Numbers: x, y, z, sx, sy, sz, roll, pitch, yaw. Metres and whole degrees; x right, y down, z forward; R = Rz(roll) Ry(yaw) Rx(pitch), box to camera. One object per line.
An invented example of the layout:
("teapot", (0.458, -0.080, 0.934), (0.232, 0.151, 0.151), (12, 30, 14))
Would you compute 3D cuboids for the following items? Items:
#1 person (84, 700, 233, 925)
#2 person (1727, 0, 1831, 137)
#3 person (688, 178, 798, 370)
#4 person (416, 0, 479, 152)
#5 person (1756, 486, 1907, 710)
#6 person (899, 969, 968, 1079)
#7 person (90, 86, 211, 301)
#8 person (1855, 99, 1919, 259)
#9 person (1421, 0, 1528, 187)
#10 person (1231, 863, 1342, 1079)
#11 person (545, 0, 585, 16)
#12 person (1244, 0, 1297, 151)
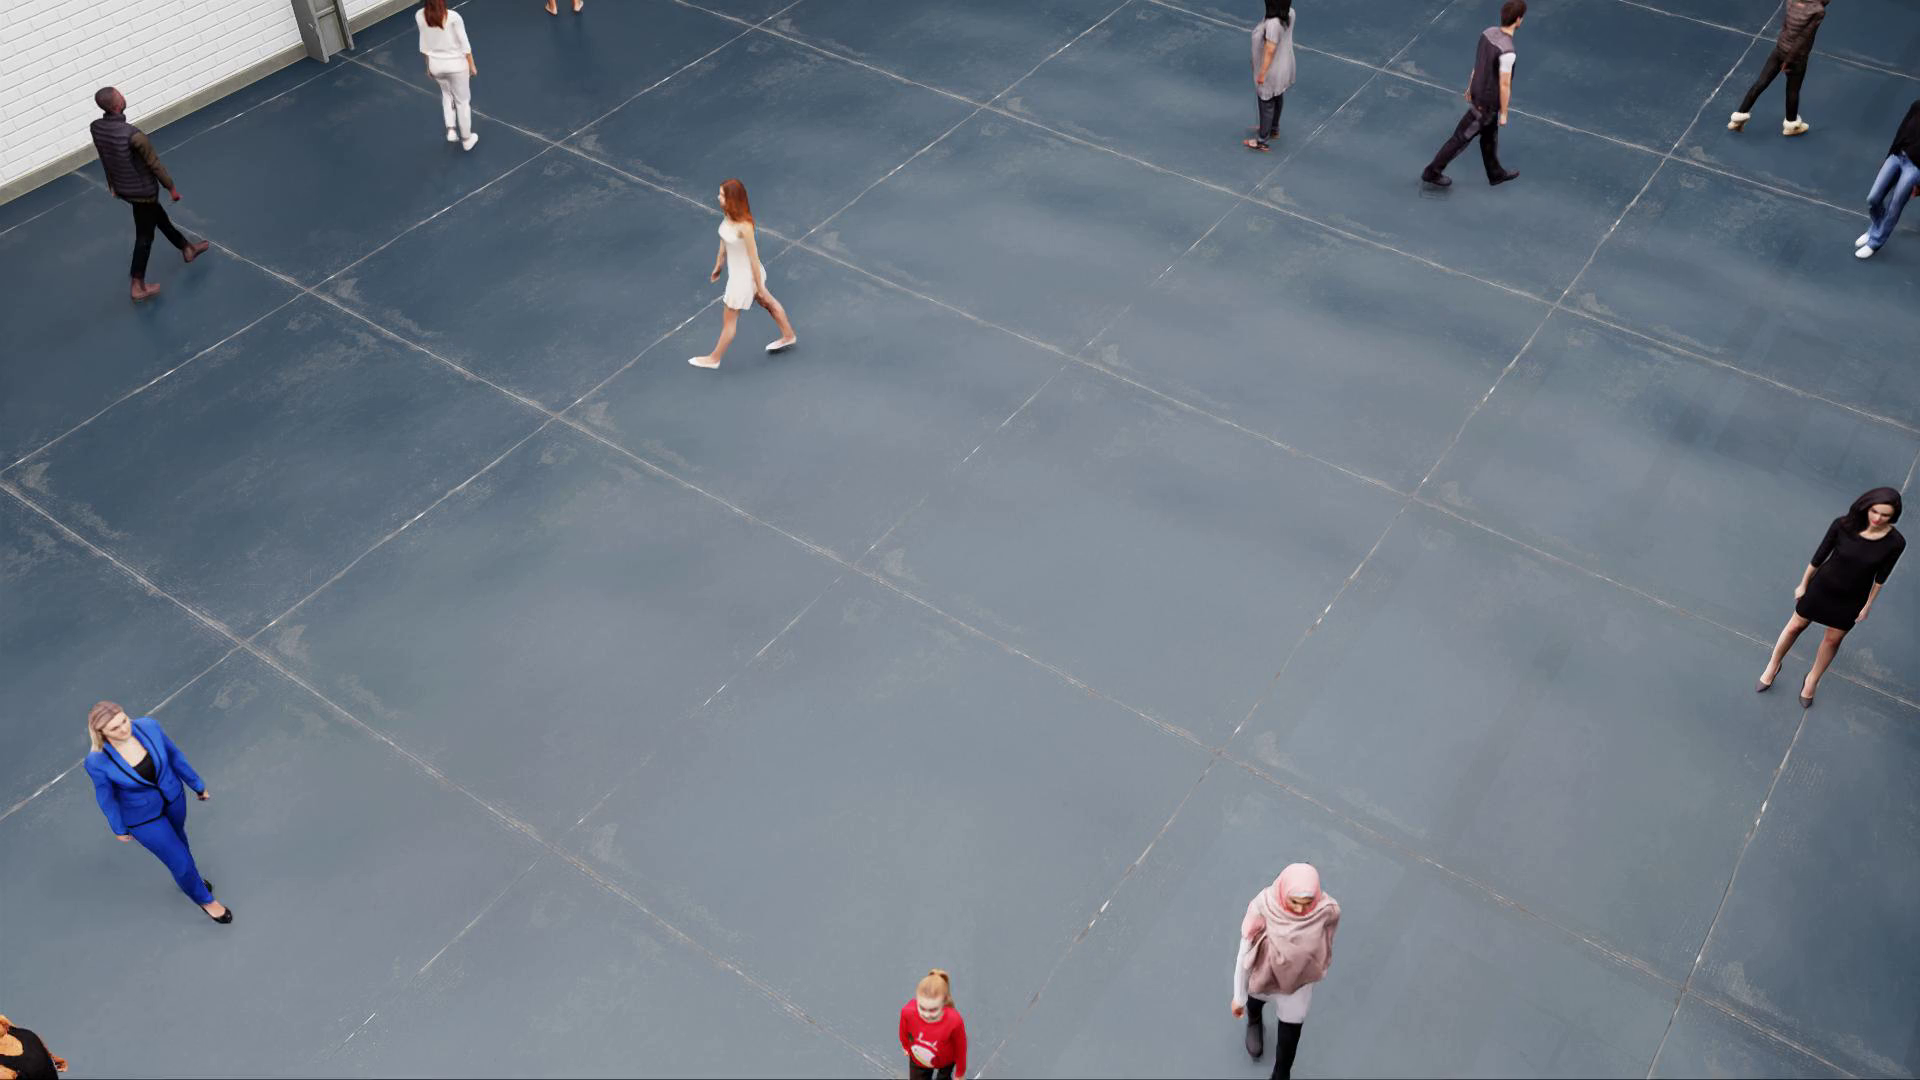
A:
("person", (-4.614, 1.468, 9.396), (0.761, 1.685, 0.748), (20, 47, 20))
("person", (8.006, -4.653, 15.838), (1.116, 1.663, 0.923), (29, 51, 27))
("person", (-1.619, -2.125, 13.189), (1.203, 1.655, 0.978), (-15, 46, -16))
("person", (-4.808, -4.414, 15.575), (0.724, 1.679, 0.754), (5, 44, 5))
("person", (5.517, 0.355, 10.477), (0.600, 1.806, 0.499), (22, 48, 22))
("person", (-0.120, 2.587, 8.538), (0.753, 1.249, 0.951), (5, 44, 6))
("person", (-6.907, -2.852, 13.859), (0.826, 1.784, 1.224), (20, 47, 20))
("person", (8.189, -3.222, 14.280), (0.744, 1.739, 0.725), (-21, 47, -21))
("person", (4.646, -3.953, 15.003), (1.209, 1.801, 1.202), (-3, 44, -3))
("person", (1.632, 2.156, 8.607), (0.900, 1.777, 1.039), (4, 44, 5))
("person", (-4.362, -6.492, 17.659), (0.714, 1.814, 0.810), (-12, 45, -12))
("person", (2.965, -4.478, 15.693), (0.685, 1.609, 0.588), (24, 49, 23))
